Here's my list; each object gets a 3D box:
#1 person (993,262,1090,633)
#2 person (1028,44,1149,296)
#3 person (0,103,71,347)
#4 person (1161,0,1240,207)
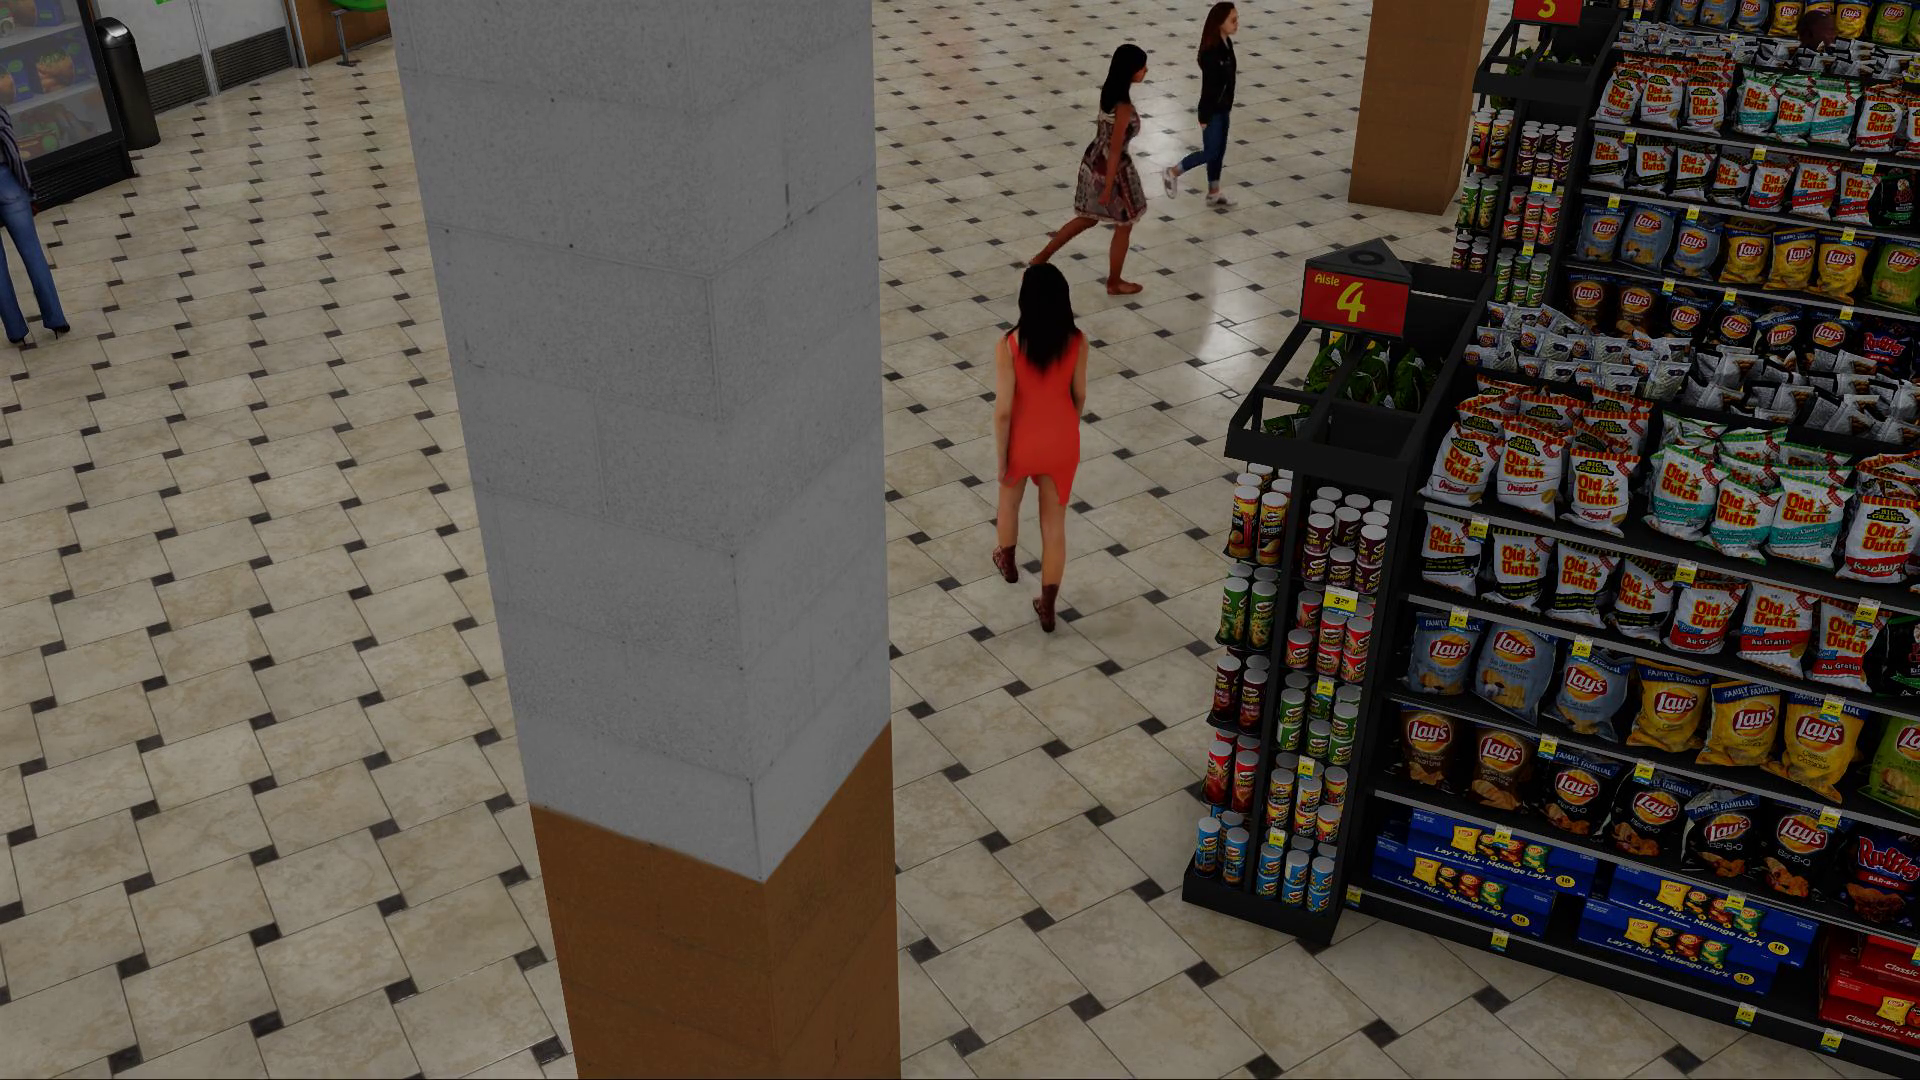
[{"bbox_3d":[0.373,-0.350,7.257,0.931,1.692,0.926,-4,32,-6],"label":"person"},{"bbox_3d":[0.850,-2.278,10.427,1.102,1.615,1.000,-9,33,-14],"label":"person"},{"bbox_3d":[-5.713,-2.006,9.820,0.718,1.795,0.740,-16,35,-24],"label":"person"},{"bbox_3d":[1.755,-3.098,11.880,0.789,1.472,0.572,13,34,20],"label":"person"}]
